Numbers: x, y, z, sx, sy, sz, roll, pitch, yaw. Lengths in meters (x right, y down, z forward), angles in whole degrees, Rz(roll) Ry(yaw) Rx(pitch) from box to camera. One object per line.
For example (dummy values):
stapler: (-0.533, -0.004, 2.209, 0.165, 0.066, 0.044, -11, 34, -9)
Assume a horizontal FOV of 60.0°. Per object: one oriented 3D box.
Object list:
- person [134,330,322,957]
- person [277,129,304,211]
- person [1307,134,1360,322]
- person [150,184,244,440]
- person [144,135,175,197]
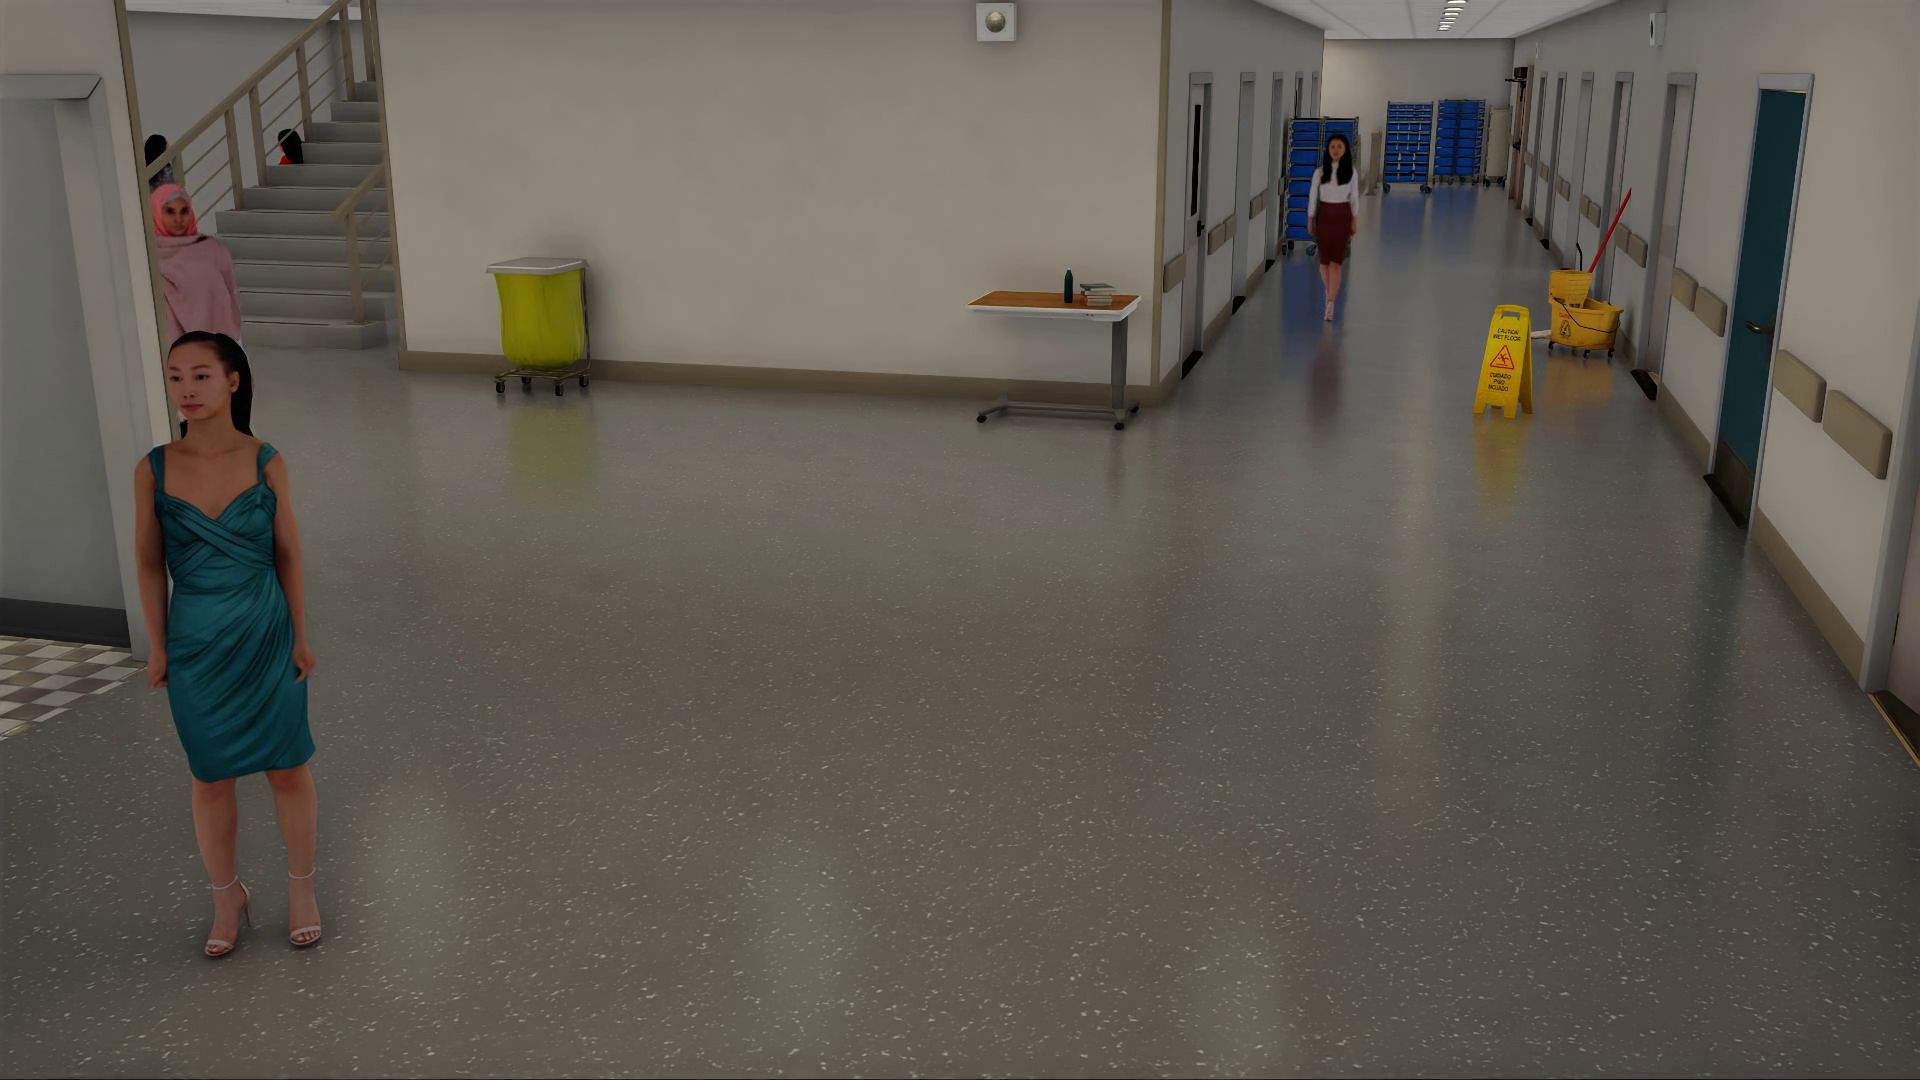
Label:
person: (-1.913, 0.292, 4.389, 0.630, 1.687, 0.639, -4, 16, -15)
person: (-6.896, -3.387, 17.324, 0.705, 1.748, 0.570, 2, 16, 7)
person: (3.563, -2.963, 15.892, 0.669, 1.708, 1.129, 5, 17, 19)
person: (-3.758, -0.820, 8.137, 0.994, 1.792, 1.027, -10, 19, -33)
person: (-7.739, -3.069, 16.224, 0.640, 1.732, 0.551, 6, 17, 21)
